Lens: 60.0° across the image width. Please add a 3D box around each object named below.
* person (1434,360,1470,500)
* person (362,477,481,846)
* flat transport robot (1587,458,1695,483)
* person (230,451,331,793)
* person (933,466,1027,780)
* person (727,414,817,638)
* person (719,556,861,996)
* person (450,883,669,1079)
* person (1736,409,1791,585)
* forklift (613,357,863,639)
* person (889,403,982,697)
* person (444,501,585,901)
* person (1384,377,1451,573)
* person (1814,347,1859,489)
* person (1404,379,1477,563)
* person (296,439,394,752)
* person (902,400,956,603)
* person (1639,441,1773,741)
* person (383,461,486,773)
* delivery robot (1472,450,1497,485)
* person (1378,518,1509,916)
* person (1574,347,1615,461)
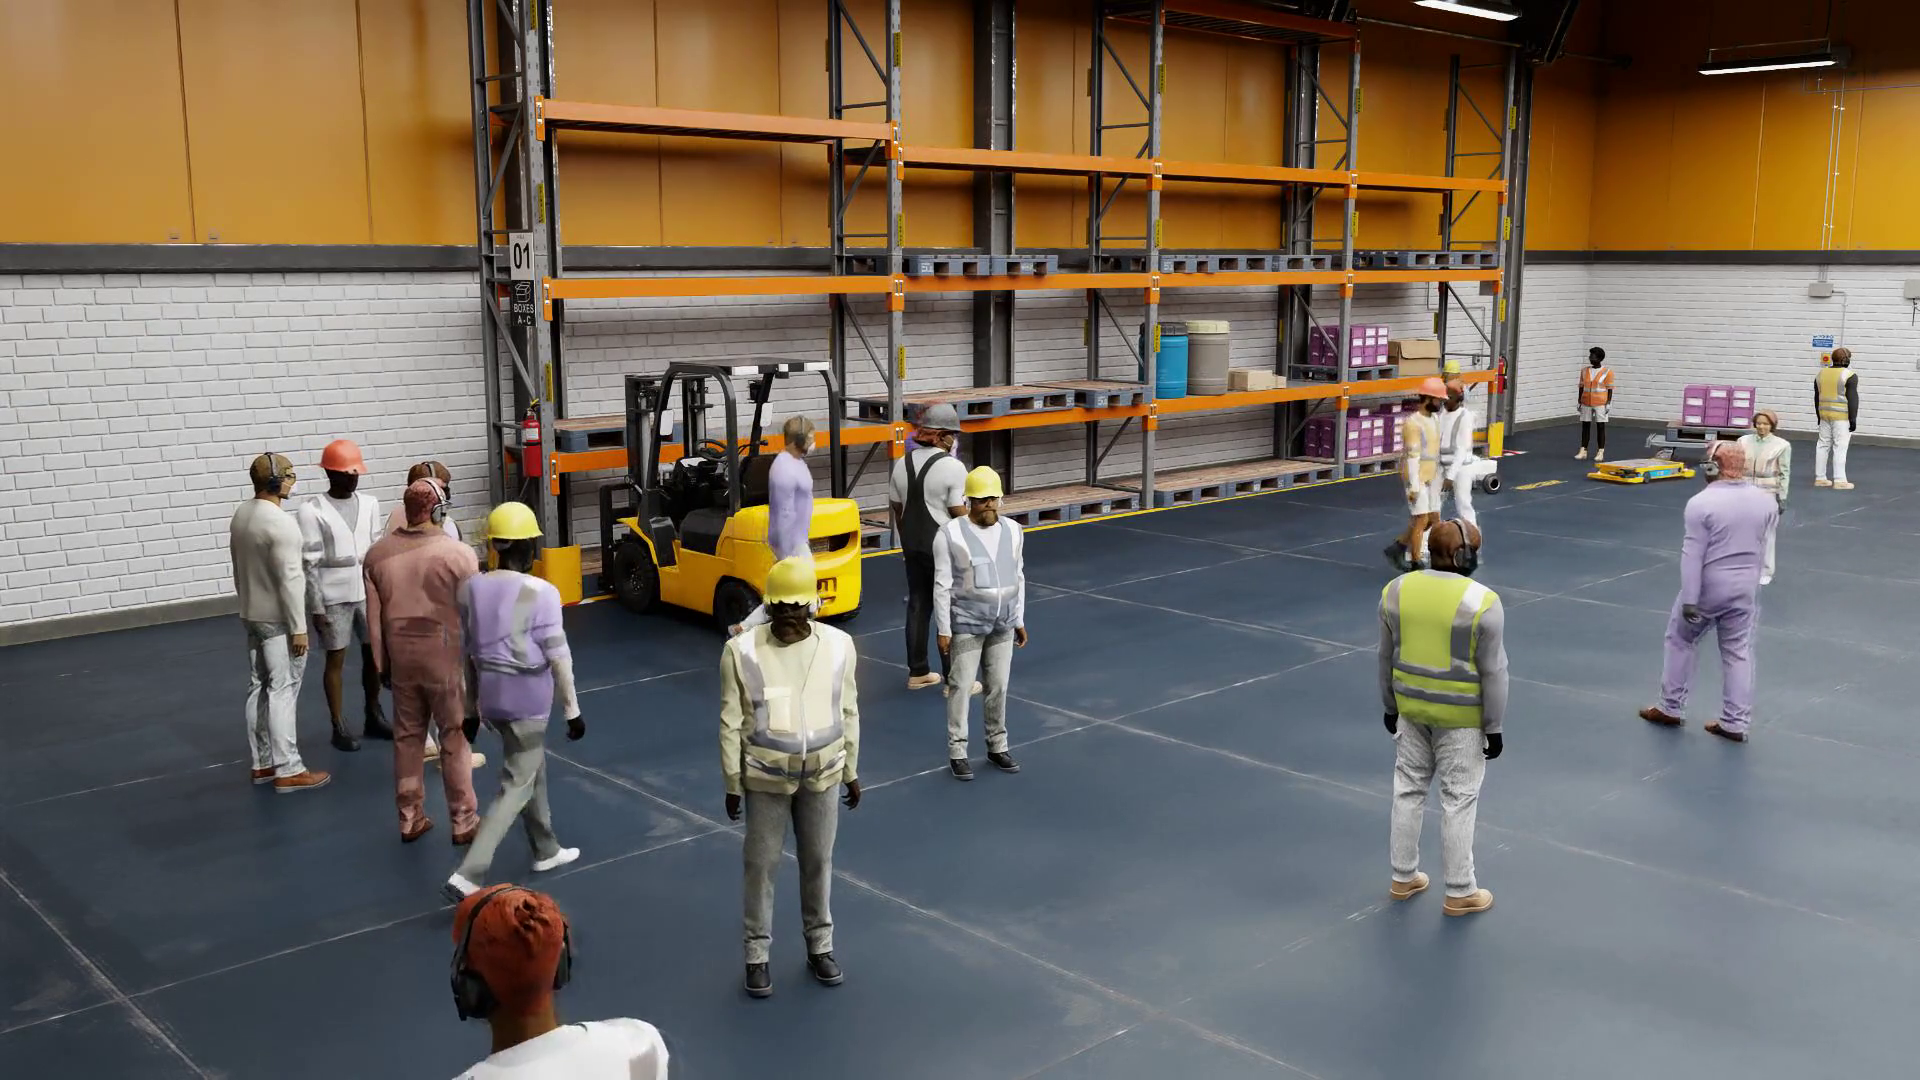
[{"bbox_3d":[6.105,-1.371,20.773,0.485,1.744,0.308,3,10,18],"label":"person"},{"bbox_3d":[-2.722,0.626,8.606,0.644,1.907,0.399,2,10,14],"label":"person"},{"bbox_3d":[9.276,-0.953,22.633,1.431,0.197,0.652,-6,11,-32],"label":"flat transport robot"},{"bbox_3d":[-3.900,0.463,9.468,0.632,1.938,0.359,9,13,42],"label":"person"},{"bbox_3d":[0.132,0.475,9.704,0.600,1.831,0.404,-5,11,-28],"label":"person"},{"bbox_3d":[-1.285,0.042,12.040,0.772,1.912,0.641,0,10,0],"label":"person"},{"bbox_3d":[-0.688,0.963,6.859,0.596,1.828,0.403,-3,10,-19],"label":"person"},{"bbox_3d":[-0.800,1.566,3.206,0.427,1.868,0.570,8,12,38],"label":"person"},{"bbox_3d":[7.406,-0.403,15.422,0.312,1.637,0.520,-9,13,-41],"label":"person"},{"bbox_3d":[-1.847,-0.414,13.852,1.214,2.155,2.313,-9,13,-42],"label":"forklift"},{"bbox_3d":[-0.124,0.056,11.553,0.672,2.000,0.536,9,13,43],"label":"person"},{"bbox_3d":[-2.143,0.767,7.855,0.590,1.894,0.914,6,11,31],"label":"person"},{"bbox_3d":[4.290,-0.571,15.562,0.515,1.921,0.565,9,13,42],"label":"person"},{"bbox_3d":[11.491,-1.593,21.787,0.429,1.846,0.626,-4,10,-21],"label":"person"},{"bbox_3d":[4.744,-0.652,16.271,0.872,1.839,0.591,-3,10,-17],"label":"person"},{"bbox_3d":[-3.762,0.335,10.243,0.380,1.931,0.555,8,12,39],"label":"person"},{"bbox_3d":[-0.232,-0.323,14.460,0.579,1.800,0.698,8,12,38],"label":"person"},{"bbox_3d":[4.753,0.302,10.600,0.648,1.882,0.790,-2,10,-14],"label":"person"},{"bbox_3d":[-3.105,0.448,9.837,0.636,1.842,0.429,8,12,38],"label":"person"},{"bbox_3d":[6.505,-0.914,21.303,0.707,0.478,0.477,-3,10,-18],"label":"delivery robot"},{"bbox_3d":[2.249,0.810,7.725,0.429,1.840,0.635,-9,13,-43],"label":"person"},{"bbox_3d":[9.419,-2.019,24.700,0.316,1.697,0.542,-9,13,-43],"label":"person"}]
